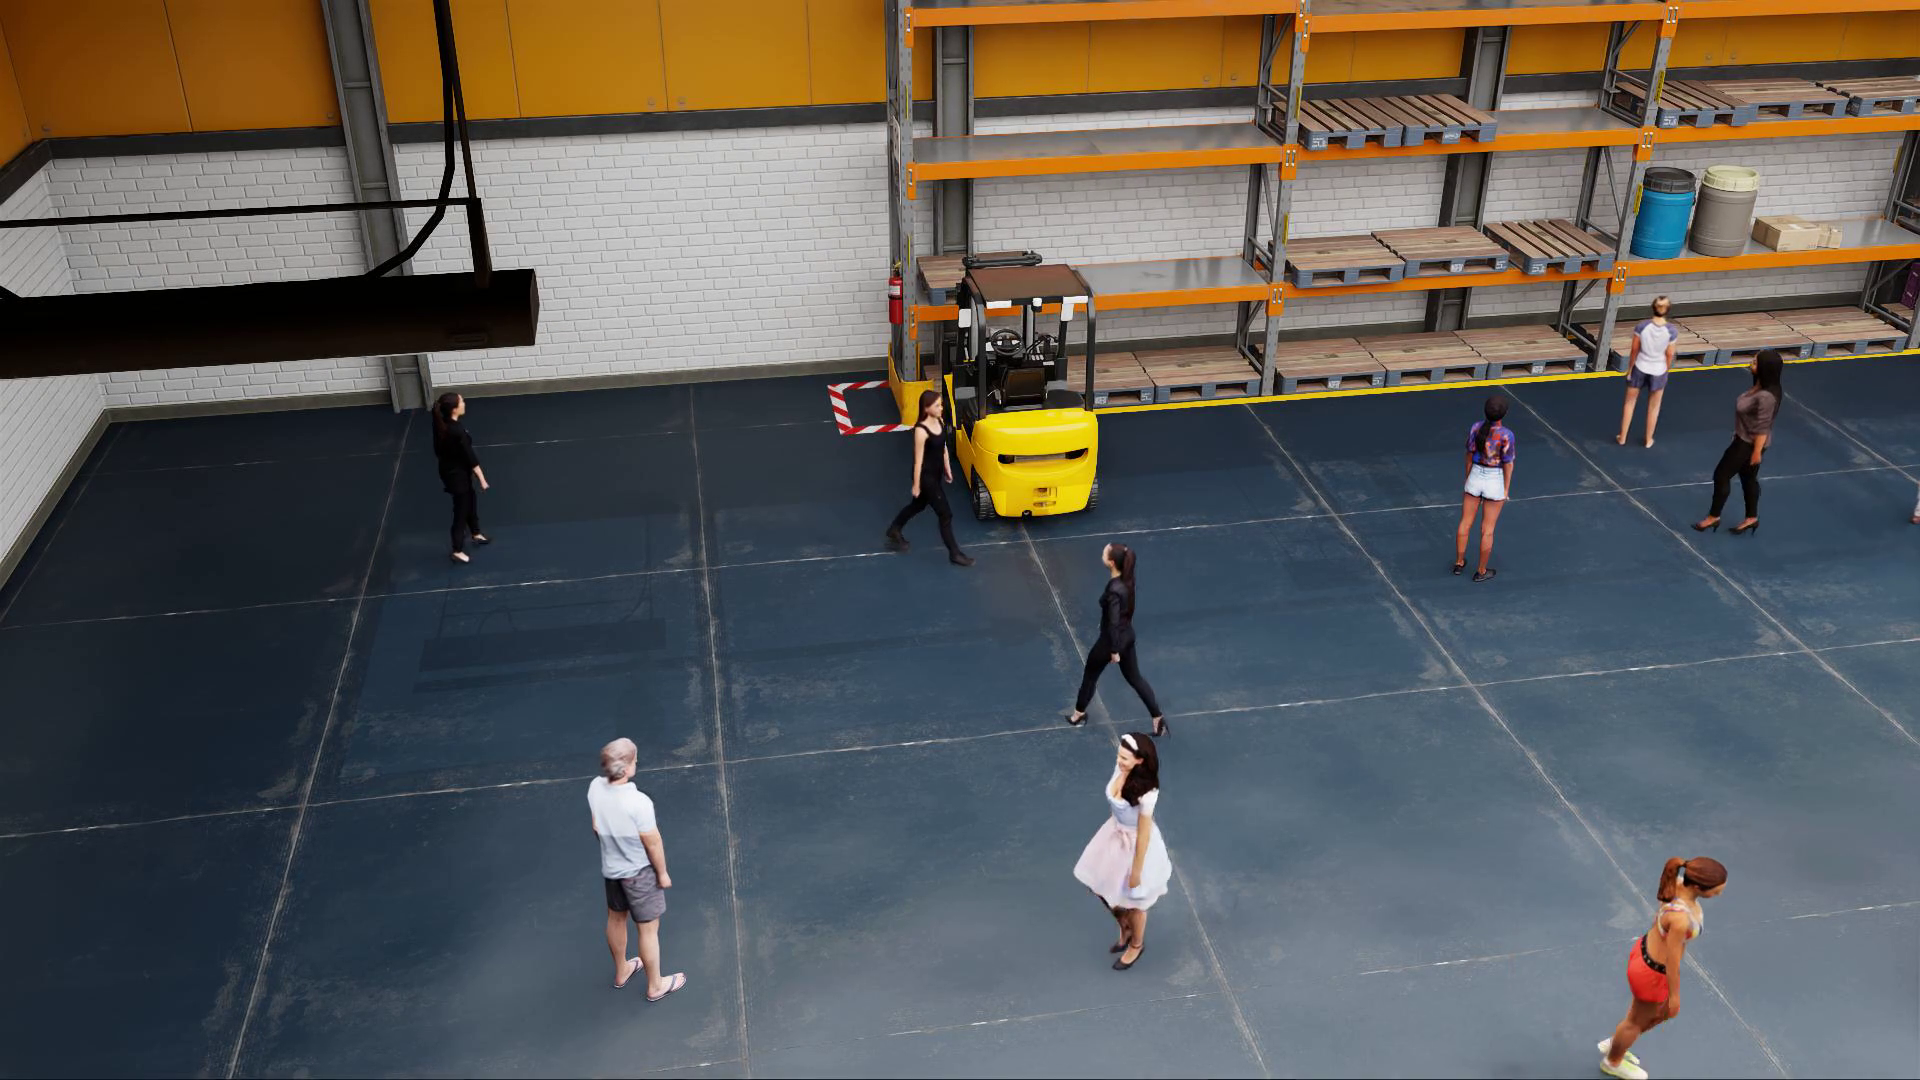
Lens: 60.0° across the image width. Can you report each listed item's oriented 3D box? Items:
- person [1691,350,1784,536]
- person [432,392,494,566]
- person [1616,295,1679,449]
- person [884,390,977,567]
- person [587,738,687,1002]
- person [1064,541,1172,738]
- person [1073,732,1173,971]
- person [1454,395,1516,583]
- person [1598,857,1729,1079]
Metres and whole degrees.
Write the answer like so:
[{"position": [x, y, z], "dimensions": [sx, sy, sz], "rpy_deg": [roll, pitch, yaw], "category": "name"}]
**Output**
[{"position": [7.322, -0.840, 15.178], "dimensions": [0.952, 1.818, 0.874], "rpy_deg": [13, 31, 22], "category": "person"}, {"position": [-4.529, -0.505, 14.746], "dimensions": [0.833, 1.644, 0.903], "rpy_deg": [24, 37, 37], "category": "person"}, {"position": [7.038, -1.717, 16.988], "dimensions": [0.620, 1.625, 0.719], "rpy_deg": [11, 30, 19], "category": "person"}, {"position": [-0.352, -0.560, 14.844], "dimensions": [1.233, 1.646, 1.016], "rpy_deg": [11, 31, 20], "category": "person"}, {"position": [-1.995, 1.980, 9.996], "dimensions": [0.720, 1.830, 0.794], "rpy_deg": [16, 33, 27], "category": "person"}, {"position": [1.245, 0.782, 12.354], "dimensions": [1.141, 1.676, 0.995], "rpy_deg": [13, 31, 23], "category": "person"}, {"position": [1.114, 1.899, 10.175], "dimensions": [0.864, 1.801, 0.761], "rpy_deg": [-12, 31, -21], "category": "person"}, {"position": [4.599, -0.472, 14.582], "dimensions": [0.670, 1.743, 0.704], "rpy_deg": [23, 36, 36], "category": "person"}, {"position": [3.796, 2.398, 9.302], "dimensions": [0.789, 1.760, 0.768], "rpy_deg": [8, 30, 14], "category": "person"}]
